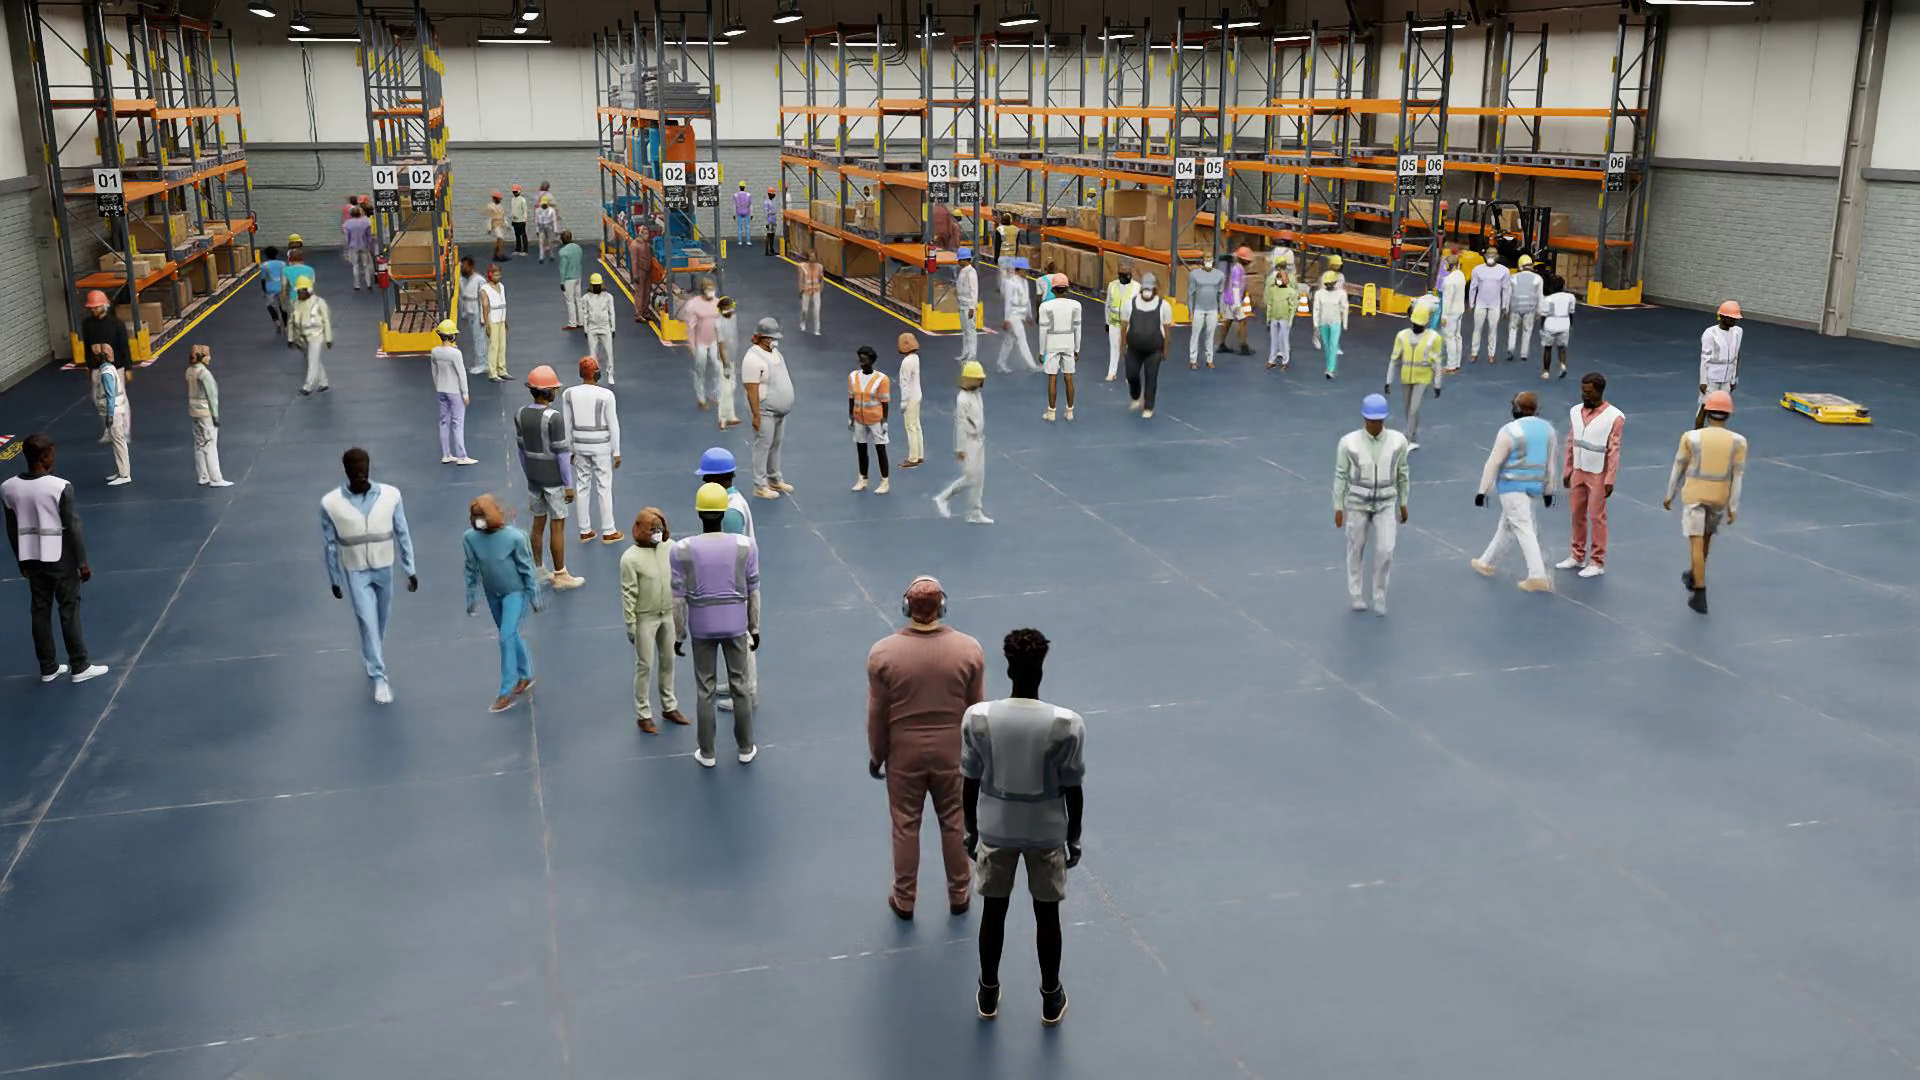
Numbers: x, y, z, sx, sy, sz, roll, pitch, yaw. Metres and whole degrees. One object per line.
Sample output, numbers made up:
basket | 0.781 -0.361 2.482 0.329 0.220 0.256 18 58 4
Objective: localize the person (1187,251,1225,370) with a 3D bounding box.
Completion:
person | 4.031 -3.763 27.291 0.628 1.940 0.378 -1 15 -5

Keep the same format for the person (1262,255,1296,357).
person | 5.520 -4.067 28.862 0.528 1.716 0.914 -3 15 -10

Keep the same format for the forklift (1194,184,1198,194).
forklift | 7.392 -11.333 53.972 1.873 2.768 1.129 -4 15 -15

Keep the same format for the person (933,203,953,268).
person | -0.513 -8.083 43.663 0.659 1.877 0.644 0 15 -1

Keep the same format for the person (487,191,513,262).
person | -12.533 -8.528 45.323 0.778 1.886 0.561 5 16 19

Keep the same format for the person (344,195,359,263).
person | -16.390 -8.383 44.922 0.487 1.812 0.656 -13 20 -41

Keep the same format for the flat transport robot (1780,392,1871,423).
flat transport robot | 12.161 -1.874 23.379 0.652 0.197 1.431 1 15 4

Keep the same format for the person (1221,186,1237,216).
person | 7.852 -9.530 49.064 0.609 1.914 0.932 2 15 8

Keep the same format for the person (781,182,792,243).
person | -5.224 -9.777 49.933 0.376 1.934 0.547 -4 15 -15

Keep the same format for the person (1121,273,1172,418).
person | 2.583 -2.712 23.142 0.701 2.000 0.536 3 15 12

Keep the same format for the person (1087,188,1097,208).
person | 3.966 -9.777 50.323 0.343 1.735 0.483 3 15 12

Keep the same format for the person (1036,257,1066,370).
person | 1.487 -3.701 27.238 0.506 1.847 0.345 -1 15 -5

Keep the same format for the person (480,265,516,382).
person | -7.302 -3.389 26.101 0.404 1.831 0.573 4 15 15

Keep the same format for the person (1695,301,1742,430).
person | 9.480 -2.018 20.753 0.543 1.929 0.386 -5 16 -19

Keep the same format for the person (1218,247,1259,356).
person | 4.852 -4.123 28.784 0.798 1.878 0.570 4 15 13

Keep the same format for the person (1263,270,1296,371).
person | 5.246 -3.600 27.265 0.499 1.633 0.286 12 19 39

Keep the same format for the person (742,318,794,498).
person | -2.116 -1.485 18.526 0.535 2.000 0.687 5 16 18

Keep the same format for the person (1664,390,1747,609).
person | 6.563 -0.376 14.658 0.565 1.891 0.989 2 15 8

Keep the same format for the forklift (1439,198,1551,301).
forklift | 11.913 -6.508 37.130 2.313 2.155 1.214 -4 15 -15

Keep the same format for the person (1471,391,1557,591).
person | 5.088 -0.455 15.169 0.719 1.785 0.984 -8 17 -27

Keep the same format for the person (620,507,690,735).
person | -2.141 0.554 11.652 0.288 1.623 0.507 12 19 37

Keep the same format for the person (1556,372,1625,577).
person | 5.891 -0.622 15.544 0.407 1.907 0.597 -8 17 -27

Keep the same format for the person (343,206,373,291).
person | -13.881 -6.718 38.415 0.635 1.936 0.355 -8 17 -27

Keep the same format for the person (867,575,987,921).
person | -0.183 1.119 8.984 0.651 1.906 0.403 -2 15 -9

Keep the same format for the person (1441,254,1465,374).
person | 7.952 -3.651 26.902 0.382 1.928 0.629 10 18 32

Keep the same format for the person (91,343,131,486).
person | -9.790 -1.457 19.190 0.309 1.641 0.514 -8 17 -26

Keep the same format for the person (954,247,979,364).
person | 0.107 -3.922 27.879 0.399 1.943 0.615 -5 16 -17

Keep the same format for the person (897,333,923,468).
person | -0.603 -1.688 20.087 0.280 1.624 0.494 3 15 11

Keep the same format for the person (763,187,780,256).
person | -5.327 -9.016 47.081 0.383 1.928 0.545 5 16 20

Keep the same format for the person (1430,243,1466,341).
person | 8.878 -4.519 30.403 0.505 1.813 0.652 -1 15 -5

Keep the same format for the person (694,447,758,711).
person | -1.690 0.275 12.109 0.421 1.937 0.609 -4 15 -14

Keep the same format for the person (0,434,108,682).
person | -6.905 0.150 12.617 0.587 1.913 0.391 2 15 8

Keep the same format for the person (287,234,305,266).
person | -13.161 -5.210 33.109 0.287 1.746 0.487 1 15 4

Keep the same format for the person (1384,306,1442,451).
person | 5.598 -1.972 20.685 0.653 1.868 0.899 12 19 39

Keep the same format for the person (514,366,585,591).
person | -3.716 -0.557 15.027 0.608 2.044 0.370 10 18 33

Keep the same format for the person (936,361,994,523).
person | 0.073 -1.016 17.355 0.508 1.726 0.493 6 16 21

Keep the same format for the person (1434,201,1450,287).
person | 11.154 -6.847 38.702 0.392 2.039 0.615 0 15 1

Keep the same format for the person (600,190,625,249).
person | -9.628 -8.838 46.525 0.861 1.869 0.645 4 15 13

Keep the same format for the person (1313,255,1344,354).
person | 6.500 -4.156 29.203 0.492 1.719 0.774 -10 18 -33

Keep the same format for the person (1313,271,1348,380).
person | 5.856 -3.404 26.378 0.517 1.712 0.940 7 16 25
